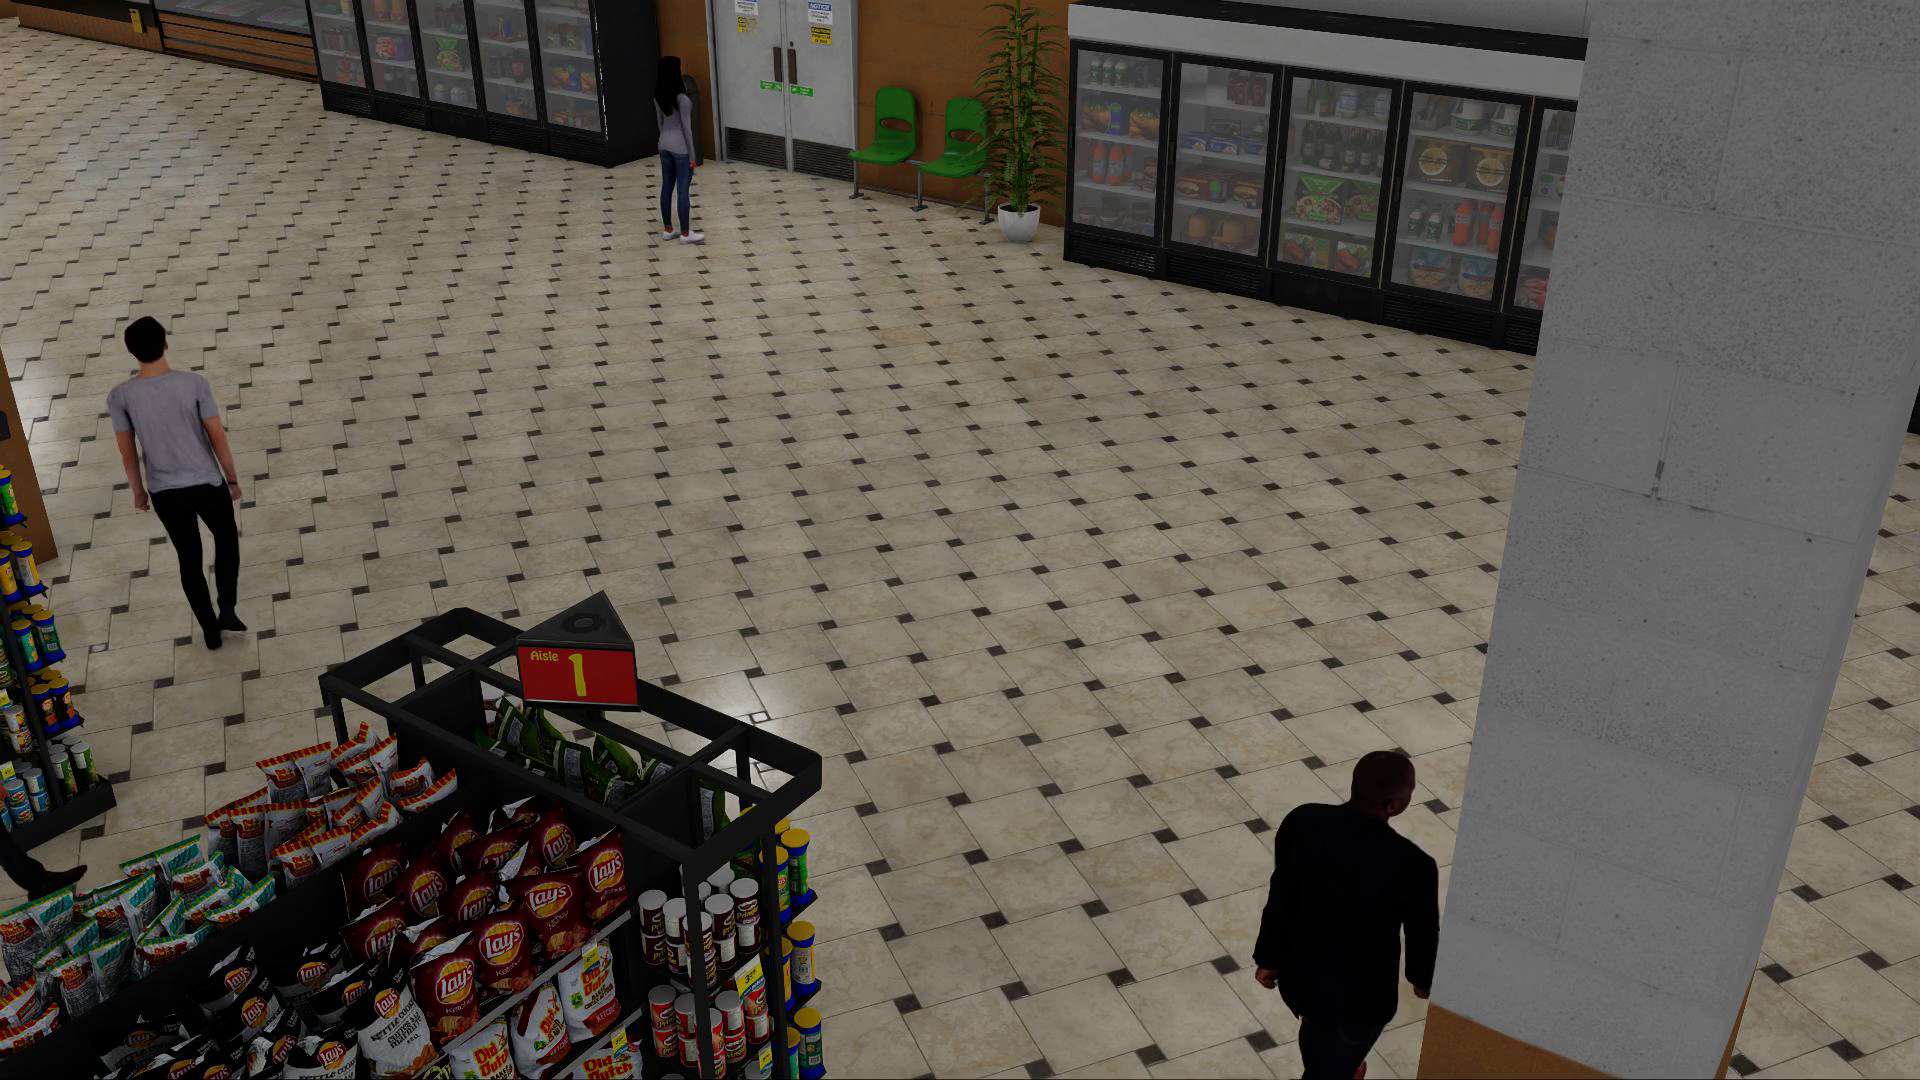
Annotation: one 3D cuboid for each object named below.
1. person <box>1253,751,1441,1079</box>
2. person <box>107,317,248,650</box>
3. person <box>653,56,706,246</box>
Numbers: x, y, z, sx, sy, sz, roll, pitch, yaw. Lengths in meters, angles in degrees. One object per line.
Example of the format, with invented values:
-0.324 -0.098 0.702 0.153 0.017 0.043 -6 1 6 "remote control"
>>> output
1.166 1.511 5.384 0.822 1.772 1.126 24 35 38 "person"
-4.074 -0.237 8.740 0.819 1.854 0.899 -9 28 -17 "person"
-2.686 -3.661 15.623 0.598 1.736 0.520 19 33 33 "person"
